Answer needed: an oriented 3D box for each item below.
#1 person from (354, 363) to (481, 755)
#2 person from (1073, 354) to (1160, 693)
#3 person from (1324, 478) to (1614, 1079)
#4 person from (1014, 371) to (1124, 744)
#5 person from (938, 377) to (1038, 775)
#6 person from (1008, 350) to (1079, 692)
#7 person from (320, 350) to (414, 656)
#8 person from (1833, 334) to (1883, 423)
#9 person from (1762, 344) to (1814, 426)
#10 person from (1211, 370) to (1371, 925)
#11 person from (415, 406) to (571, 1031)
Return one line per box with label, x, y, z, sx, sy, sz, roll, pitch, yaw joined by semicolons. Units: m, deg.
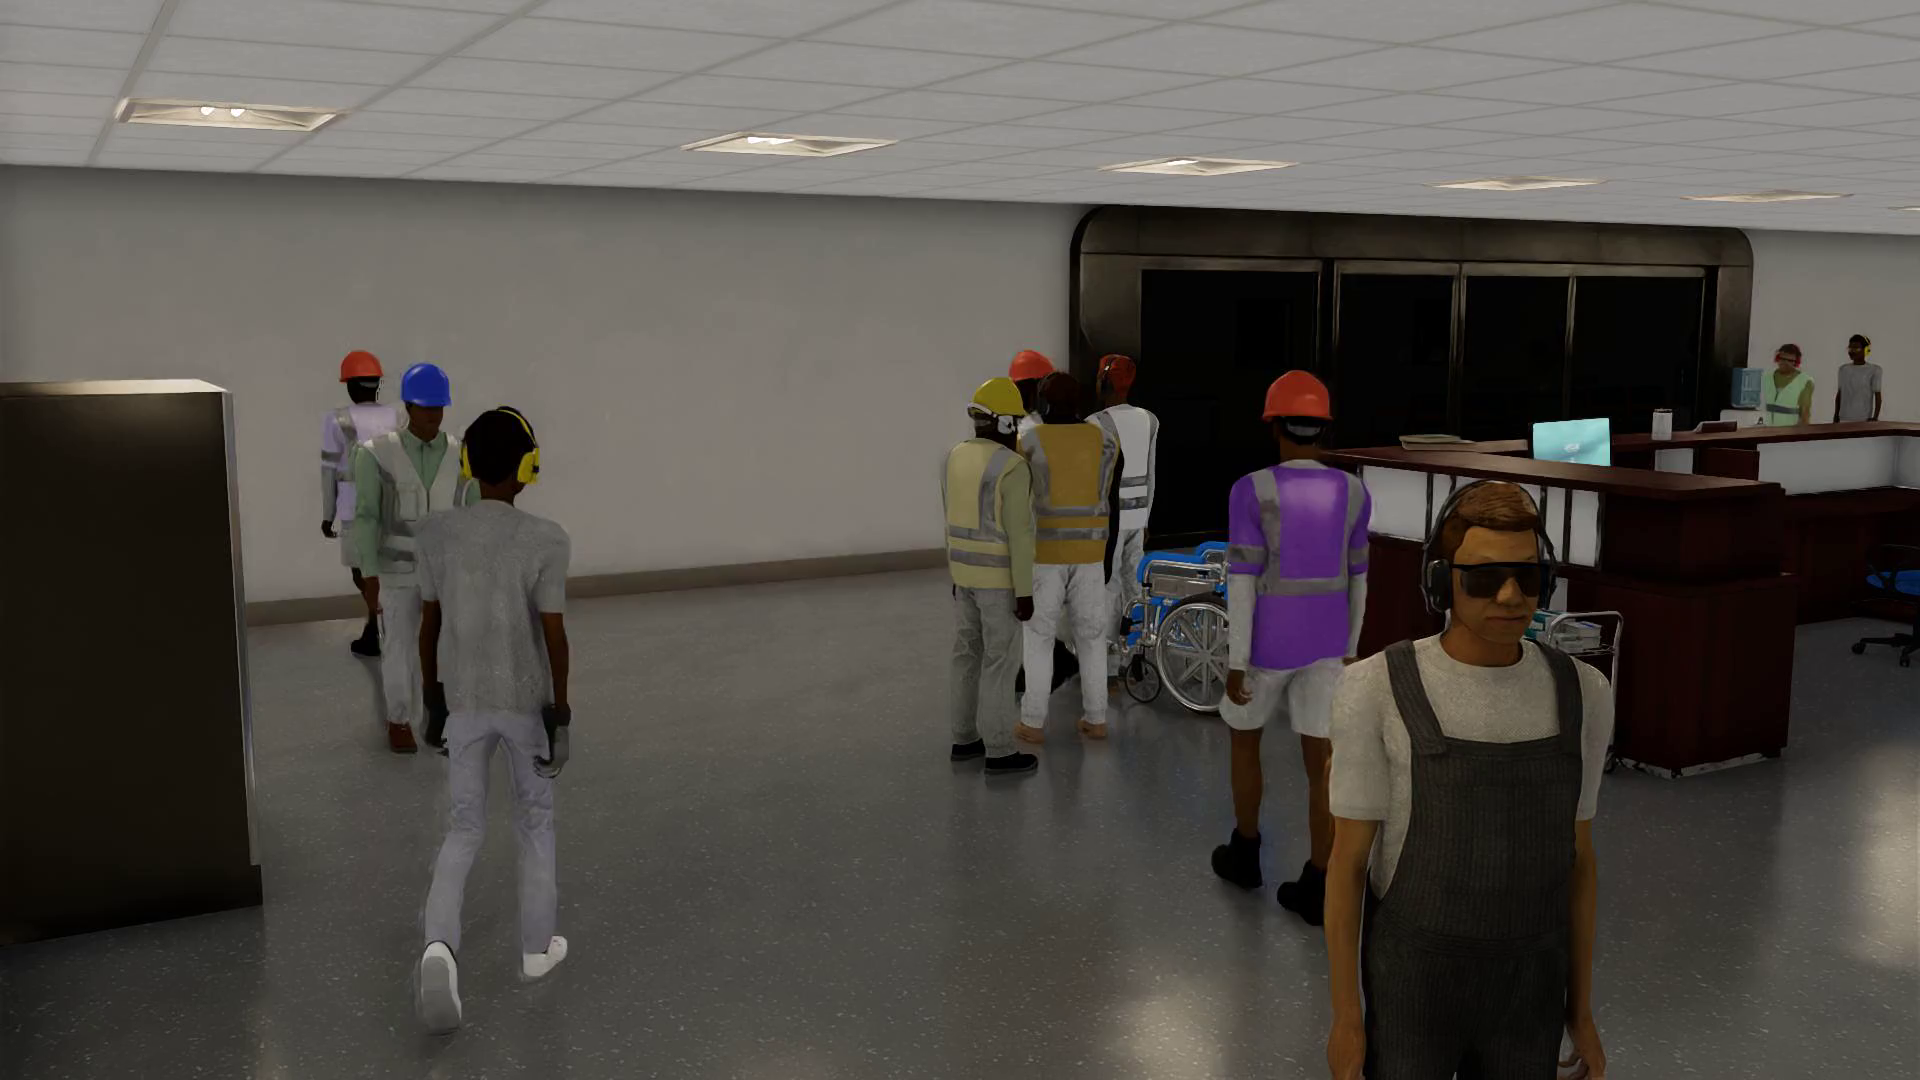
person;-2.506;0.129;7.736;0.608;1.894;0.991;-5;9;-30
person;0.865;-0.091;9.301;0.575;1.884;0.355;-8;11;-44
person;0.887;0.810;2.911;0.508;1.846;0.345;-1;8;-8
person;0.496;0.089;8.218;0.626;1.834;0.431;-2;8;-17
person;0.155;0.163;7.690;0.403;1.823;0.595;-6;10;-36
person;0.416;-0.075;9.087;0.473;1.915;0.569;4;9;27
person;-3.493;-0.187;9.948;0.880;1.901;0.529;7;11;42
person;9.651;-1.277;17.933;0.332;1.872;0.514;-5;9;-30
person;8.159;-1.035;16.419;0.546;1.797;0.593;-4;9;-27
person;1.164;0.354;5.964;0.565;1.906;0.816;-2;8;-14
person;-1.432;0.521;5.035;0.527;1.845;0.790;0;8;2
